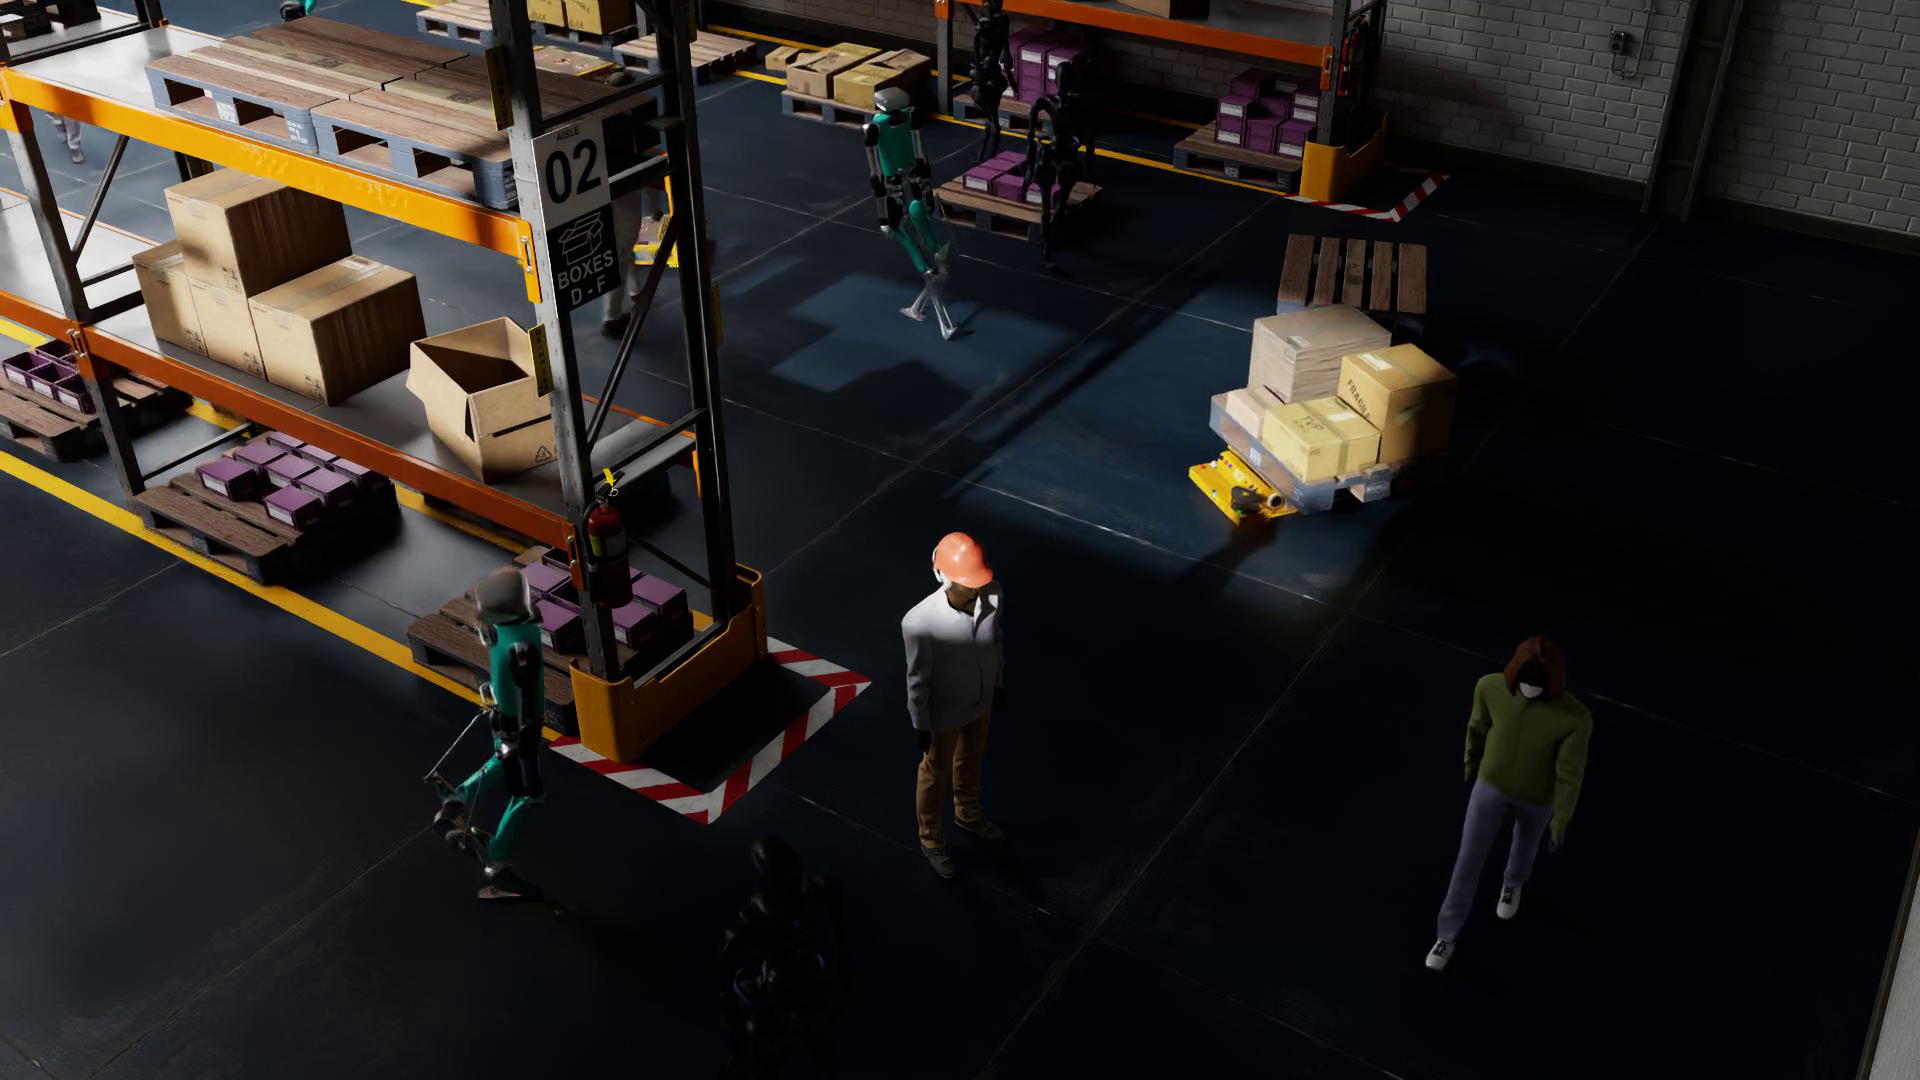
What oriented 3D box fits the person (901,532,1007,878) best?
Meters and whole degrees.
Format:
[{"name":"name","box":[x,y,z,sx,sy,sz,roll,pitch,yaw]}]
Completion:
[{"name":"person","box":[0.002,0.713,7.415,0.560,1.752,0.325,-28,42,-36]}]

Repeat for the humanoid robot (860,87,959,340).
[{"name":"humanoid robot","box":[-0.252,-2.323,12.174,0.556,1.843,0.901,-28,42,-36]}]

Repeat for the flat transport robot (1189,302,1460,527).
[{"name":"flat transport robot","box":[2.246,-0.446,10.559,1.431,0.231,0.659,-12,35,-18]}]

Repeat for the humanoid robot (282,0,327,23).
[{"name":"humanoid robot","box":[-7.010,-5.786,17.505,0.867,1.857,0.552,20,38,28]}]

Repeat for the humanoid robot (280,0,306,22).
[{"name":"humanoid robot","box":[-5.631,-3.911,14.611,0.635,1.640,0.584,-2,33,-3]}]

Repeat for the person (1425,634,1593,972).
[{"name":"person","box":[2.307,1.095,6.970,0.513,1.593,0.843,19,38,26]}]

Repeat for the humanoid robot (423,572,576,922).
[{"name":"humanoid robot","box":[-2.046,0.967,7.073,0.723,1.803,0.558,-13,35,-19]}]

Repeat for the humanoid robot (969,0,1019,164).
[{"name":"humanoid robot","box":[0.308,-4.123,14.923,0.496,1.649,0.590,19,38,27]}]

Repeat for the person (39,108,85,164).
[{"name":"person","box":[-8.358,-4.446,15.186,0.492,1.932,0.622,-13,35,-19]}]

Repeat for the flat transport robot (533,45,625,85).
[{"name":"flat transport robot","box":[-4.207,-4.927,17.446,1.431,0.231,0.659,22,39,30]}]

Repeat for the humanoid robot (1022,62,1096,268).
[{"name":"humanoid robot","box":[0.799,-2.966,13.164,0.593,1.637,0.705,-6,34,-9]}]

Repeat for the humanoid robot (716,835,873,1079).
[{"name":"humanoid robot","box":[-0.645,1.669,6.045,0.611,1.633,0.714,-26,41,-34]}]

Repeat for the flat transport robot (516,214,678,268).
[{"name":"flat transport robot","box":[-2.860,-2.435,13.616,1.431,0.231,0.659,-1,33,-2]}]

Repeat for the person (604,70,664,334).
[{"name":"person","box":[-2.447,-2.516,12.259,0.671,1.881,0.889,15,36,22]}]
